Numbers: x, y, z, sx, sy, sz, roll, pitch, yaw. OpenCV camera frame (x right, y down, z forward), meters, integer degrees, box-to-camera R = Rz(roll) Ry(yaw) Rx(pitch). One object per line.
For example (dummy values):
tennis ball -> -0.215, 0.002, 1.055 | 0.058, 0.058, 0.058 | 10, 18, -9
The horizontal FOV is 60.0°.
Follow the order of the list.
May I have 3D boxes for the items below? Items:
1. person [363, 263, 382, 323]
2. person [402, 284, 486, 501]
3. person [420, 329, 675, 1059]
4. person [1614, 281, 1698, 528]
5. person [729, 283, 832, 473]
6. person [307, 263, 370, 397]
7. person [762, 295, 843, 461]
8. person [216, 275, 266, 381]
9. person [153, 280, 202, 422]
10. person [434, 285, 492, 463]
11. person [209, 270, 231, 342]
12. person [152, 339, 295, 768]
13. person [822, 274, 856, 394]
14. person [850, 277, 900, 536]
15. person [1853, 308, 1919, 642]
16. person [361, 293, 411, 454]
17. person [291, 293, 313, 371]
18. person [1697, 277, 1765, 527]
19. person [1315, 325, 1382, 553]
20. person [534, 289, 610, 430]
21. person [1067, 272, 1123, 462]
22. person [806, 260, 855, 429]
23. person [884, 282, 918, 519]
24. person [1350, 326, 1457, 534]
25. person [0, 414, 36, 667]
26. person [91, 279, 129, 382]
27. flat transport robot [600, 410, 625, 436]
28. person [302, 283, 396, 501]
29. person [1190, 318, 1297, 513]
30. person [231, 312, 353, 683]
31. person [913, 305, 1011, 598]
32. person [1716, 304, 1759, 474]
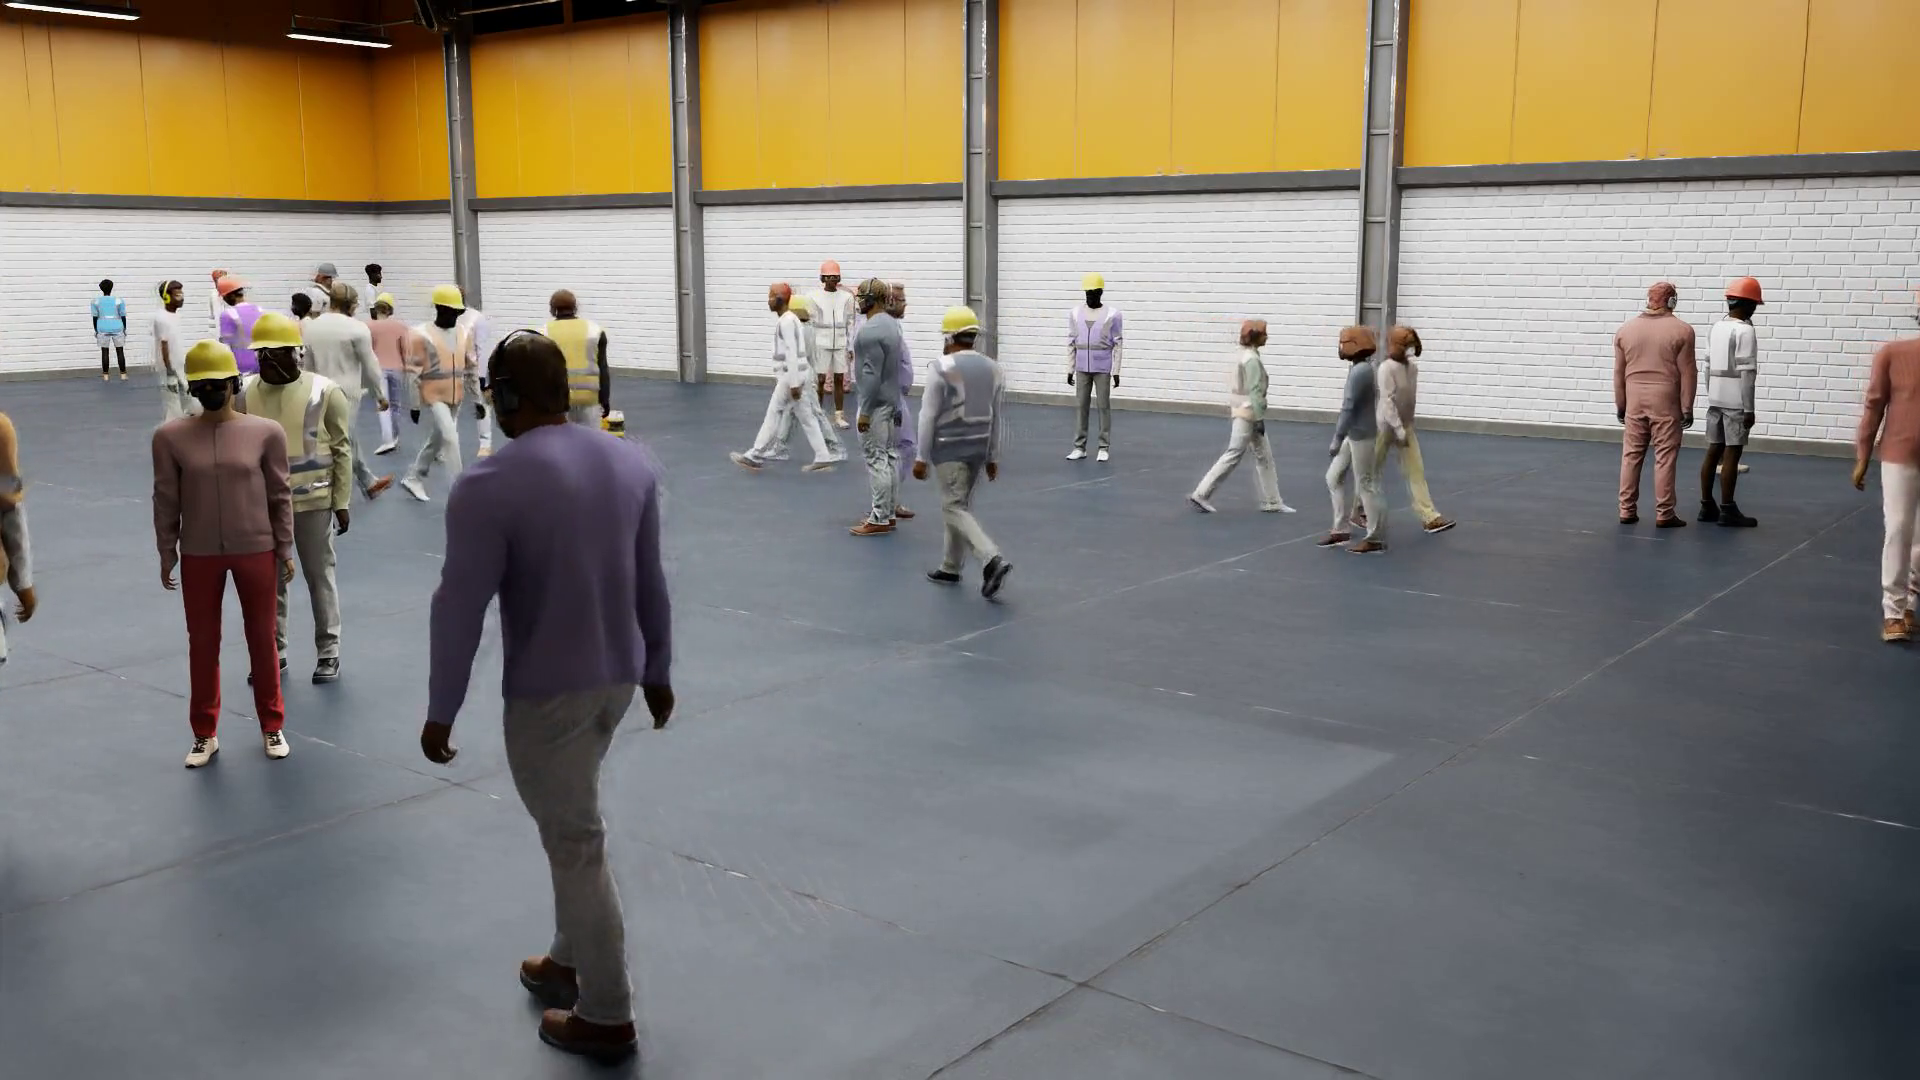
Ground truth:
person -> -9.445, -3.481, 26.886 | 0.367, 1.966, 0.606 | -3, 10, -19
person -> -4.402, -1.216, 14.014 | 0.983, 1.877, 0.600 | 6, 11, 31
person -> -1.099, 0.401, 4.450 | 0.712, 1.904, 0.673 | 6, 12, 33
person -> 5.399, -1.046, 12.905 | 0.409, 1.903, 0.639 | -9, 13, -43
person -> -1.712, -1.548, 16.026 | 1.016, 1.823, 0.620 | 1, 10, 4
person -> -9.095, -3.031, 24.048 | 1.026, 2.000, 0.691 | -2, 10, -12
person -> -1.602, -1.634, 16.926 | 0.897, 1.693, 0.494 | 1, 10, 3
person -> -7.551, -1.863, 17.700 | 0.558, 1.894, 0.591 | 4, 11, 24
person -> -7.885, -1.676, 16.725 | 0.390, 1.856, 0.524 | 0, 10, -1
person -> -5.082, -1.681, 16.908 | 0.652, 1.784, 0.968 | 2, 10, 11
person -> -10.867, -3.030, 24.507 | 0.362, 1.882, 0.576 | -3, 10, -18
person -> -3.030, 0.056, 6.877 | 0.533, 1.767, 0.313 | -4, 10, -20
person -> -1.897, -3.156, 25.157 | 0.641, 1.912, 0.410 | -4, 11, -22
person -> -0.637, -0.995, 12.492 | 0.361, 1.939, 0.635 | 2, 10, 12
person -> 5.263, -0.414, 9.013 | 0.654, 1.964, 0.850 | 3, 10, 16
person -> -6.164, -1.787, 17.831 | 0.552, 1.694, 0.988 | -6, 11, -31
person -> -7.757, -2.074, 19.590 | 0.858, 1.642, 0.549 | -3, 10, -18
person -> 6.022, -1.070, 12.949 | 0.370, 1.932, 0.543 | -1, 10, -9
person -> 2.738, -0.703, 11.739 | 0.607, 1.607, 0.514 | 2, 10, 13
person -> -3.213, -1.148, 13.737 | 0.641, 1.823, 0.472 | -3, 10, -15
person -> 1.366, -1.764, 16.999 | 0.586, 1.928, 0.380 | 5, 11, 26
person -> -1.555, -2.353, 20.098 | 0.608, 2.044, 0.370 | -4, 10, -21
person -> -0.539, -1.094, 13.215 | 0.449, 1.898, 0.671 | -3, 10, -14
person -> 3.321, -0.821, 12.534 | 0.505, 1.570, 0.915 | -8, 12, -38
person -> -3.648, 0.161, 5.904 | 0.584, 1.884, 0.956 | -4, 11, -22
person -> -14.124, -3.477, 27.650 | 0.529, 1.697, 0.318 | -5, 11, -25
flat transport robot -> -4.287, -1.373, 19.543 | 0.652, 0.197, 1.431 | -2, 10, -12
person -> -5.112, -1.188, 13.825 | 0.632, 1.867, 1.089 | 4, 11, 24
person -> 2.305, -0.999, 13.522 | 0.852, 1.606, 0.524 | 1, 10, 8
person -> -3.297, -0.199, 8.170 | 0.599, 1.830, 0.404 | 0, 10, -1
person -> 0.041, -0.552, 10.319 | 0.804, 1.805, 0.596 | 9, 13, 43
person -> 7.471, -1.548, 16.027 | 0.501, 1.839, 0.342 | -8, 13, -40
